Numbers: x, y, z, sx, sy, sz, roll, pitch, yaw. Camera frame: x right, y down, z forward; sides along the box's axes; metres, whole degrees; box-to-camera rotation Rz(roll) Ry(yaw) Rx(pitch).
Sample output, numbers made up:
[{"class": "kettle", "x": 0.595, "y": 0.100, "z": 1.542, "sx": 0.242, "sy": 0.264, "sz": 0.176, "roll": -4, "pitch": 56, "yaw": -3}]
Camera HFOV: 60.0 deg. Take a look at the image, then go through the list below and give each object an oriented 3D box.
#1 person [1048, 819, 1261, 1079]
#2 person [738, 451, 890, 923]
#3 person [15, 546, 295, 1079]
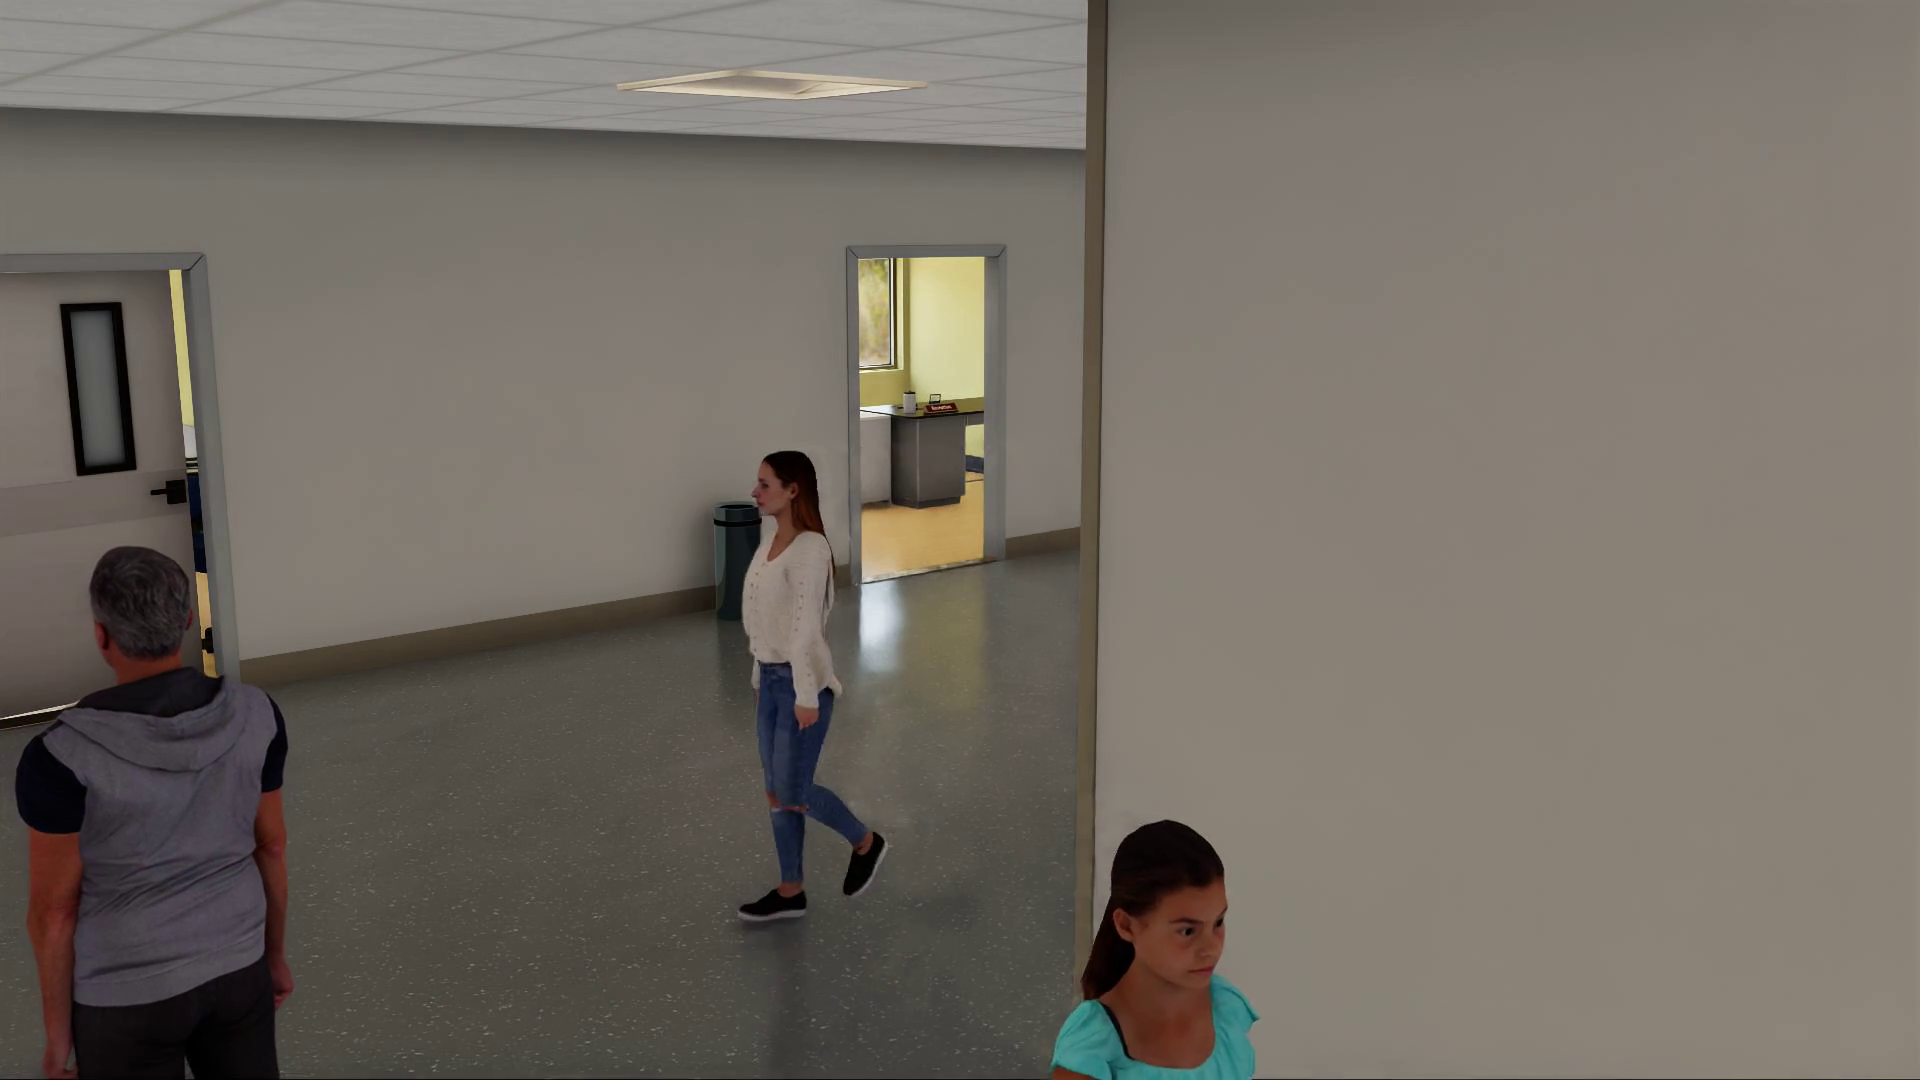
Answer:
[{"class": "person", "x": 0.256, "y": 1.180, "z": 2.741, "sx": 0.570, "sy": 1.549, "sz": 0.677, "roll": -5, "pitch": 12, "yaw": -24}, {"class": "person", "x": -0.509, "y": 0.527, "z": 5.826, "sx": 0.842, "sy": 1.681, "sz": 0.728, "roll": -5, "pitch": 12, "yaw": -26}, {"class": "person", "x": -1.582, "y": 0.919, "z": 3.380, "sx": 0.783, "sy": 1.823, "sz": 0.575, "roll": 8, "pitch": 13, "yaw": 36}]
